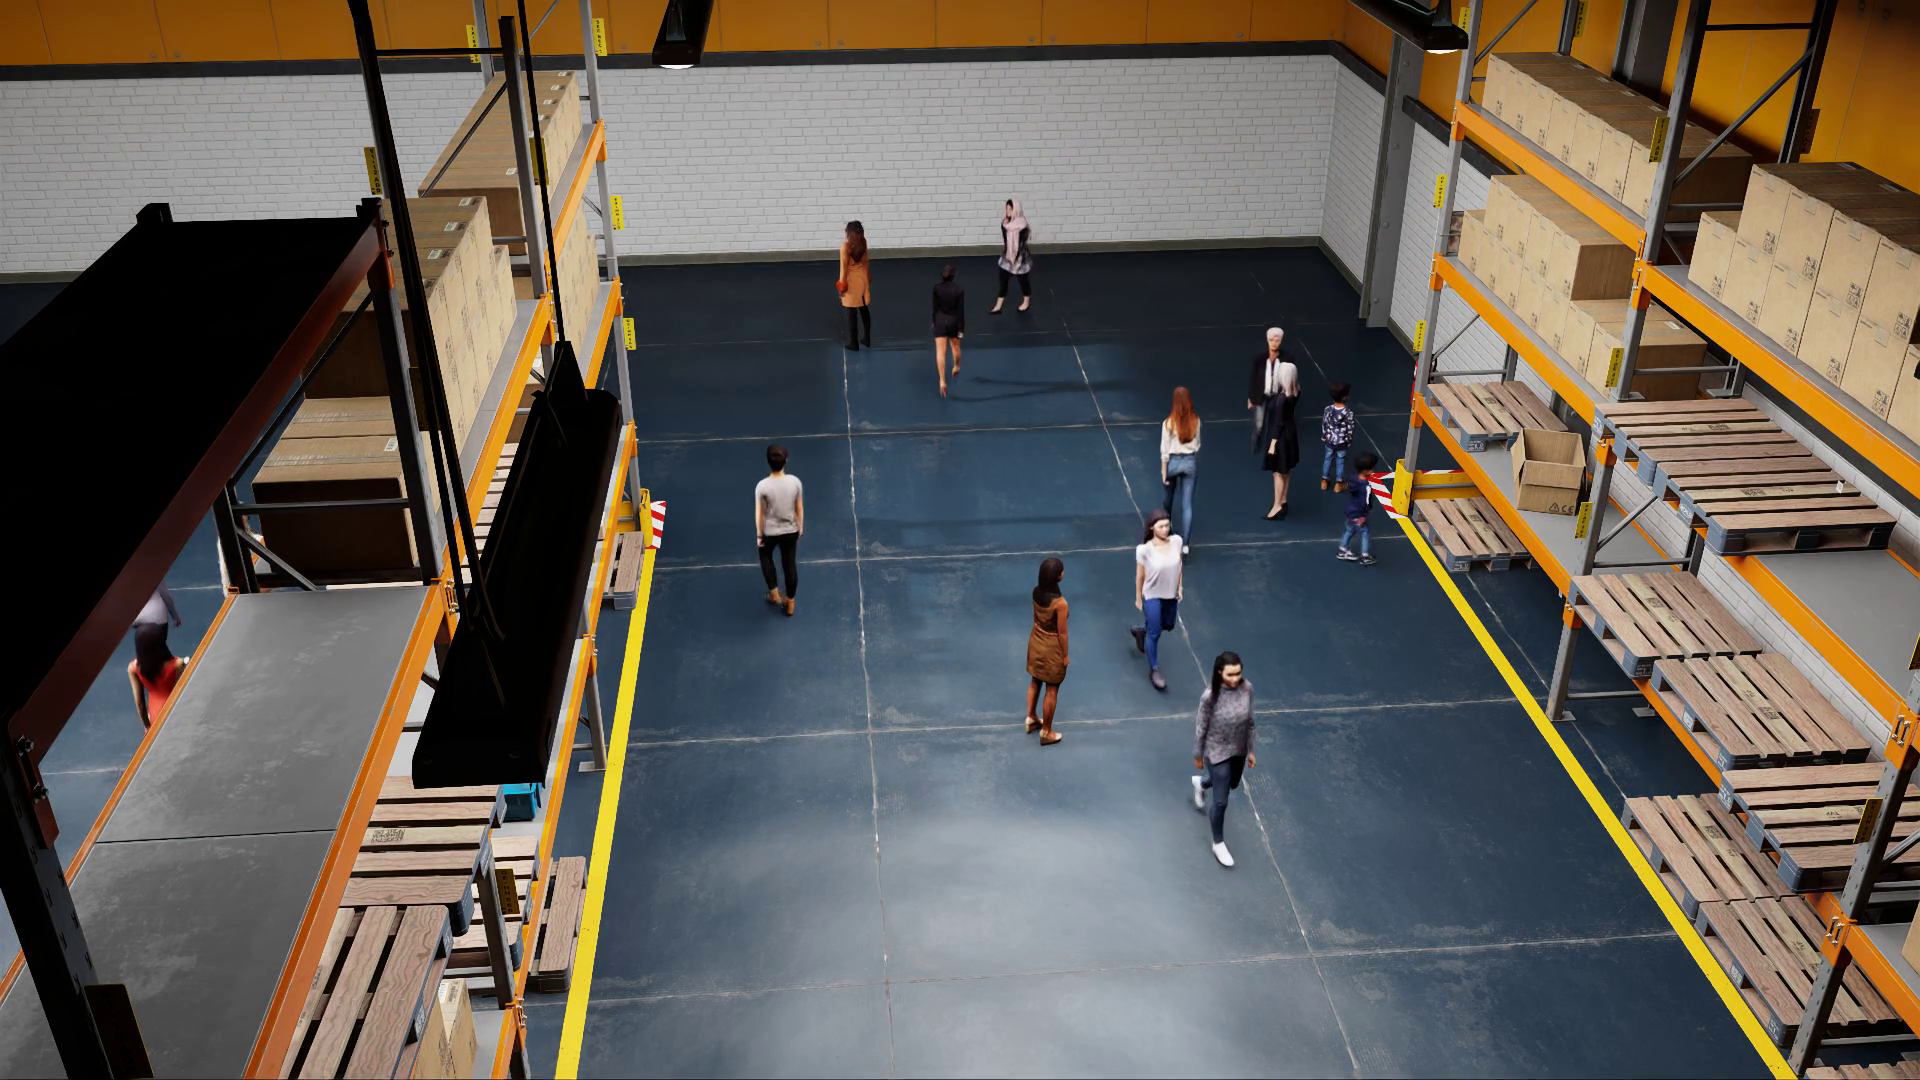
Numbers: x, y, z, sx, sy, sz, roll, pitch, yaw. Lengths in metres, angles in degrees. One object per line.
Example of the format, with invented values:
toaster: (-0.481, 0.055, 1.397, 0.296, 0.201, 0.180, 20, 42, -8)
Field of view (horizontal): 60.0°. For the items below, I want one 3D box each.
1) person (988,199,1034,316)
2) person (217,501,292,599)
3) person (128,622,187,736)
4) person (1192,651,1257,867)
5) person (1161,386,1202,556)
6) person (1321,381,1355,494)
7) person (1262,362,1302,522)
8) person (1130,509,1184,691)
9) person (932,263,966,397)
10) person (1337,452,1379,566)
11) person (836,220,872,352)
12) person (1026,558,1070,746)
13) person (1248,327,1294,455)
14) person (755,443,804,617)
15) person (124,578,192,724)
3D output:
person: (0.827, -3.831, 22.451, 0.978, 1.606, 1.017, 24, 37, 36)
person: (-6.027, 0.555, 14.165, 0.734, 1.842, 0.812, 5, 29, 9)
person: (-6.048, 1.413, 12.734, 0.586, 1.706, 0.721, -2, 29, -4)
person: (1.961, 1.539, 12.499, 0.838, 1.709, 1.109, -11, 31, -20)
person: (2.221, -0.662, 16.559, 0.627, 1.686, 1.168, 0, 29, -1)
person: (4.044, -1.113, 17.838, 0.579, 1.253, 0.626, 17, 33, 28)
person: (3.311, -1.022, 17.155, 0.763, 1.746, 0.683, 17, 33, 28)
person: (1.689, 0.461, 14.520, 0.821, 1.666, 1.006, -14, 31, -23)
person: (-0.159, -2.502, 20.031, 0.696, 1.591, 1.062, 3, 29, 5)
person: (3.881, -0.320, 16.432, 0.611, 1.206, 0.567, -1, 29, -2)
person: (-1.337, -3.263, 21.291, 0.779, 1.719, 0.798, -21, 35, -34)
person: (0.728, 0.903, 13.692, 0.697, 1.683, 0.592, -18, 33, -29)
person: (3.455, -1.605, 18.789, 0.901, 1.764, 1.086, 6, 29, 10)
person: (-1.661, -0.058, 15.427, 0.678, 1.708, 0.690, -9, 30, -15)
person: (-6.860, 0.748, 13.986, 0.718, 1.674, 1.233, 1, 29, 2)
